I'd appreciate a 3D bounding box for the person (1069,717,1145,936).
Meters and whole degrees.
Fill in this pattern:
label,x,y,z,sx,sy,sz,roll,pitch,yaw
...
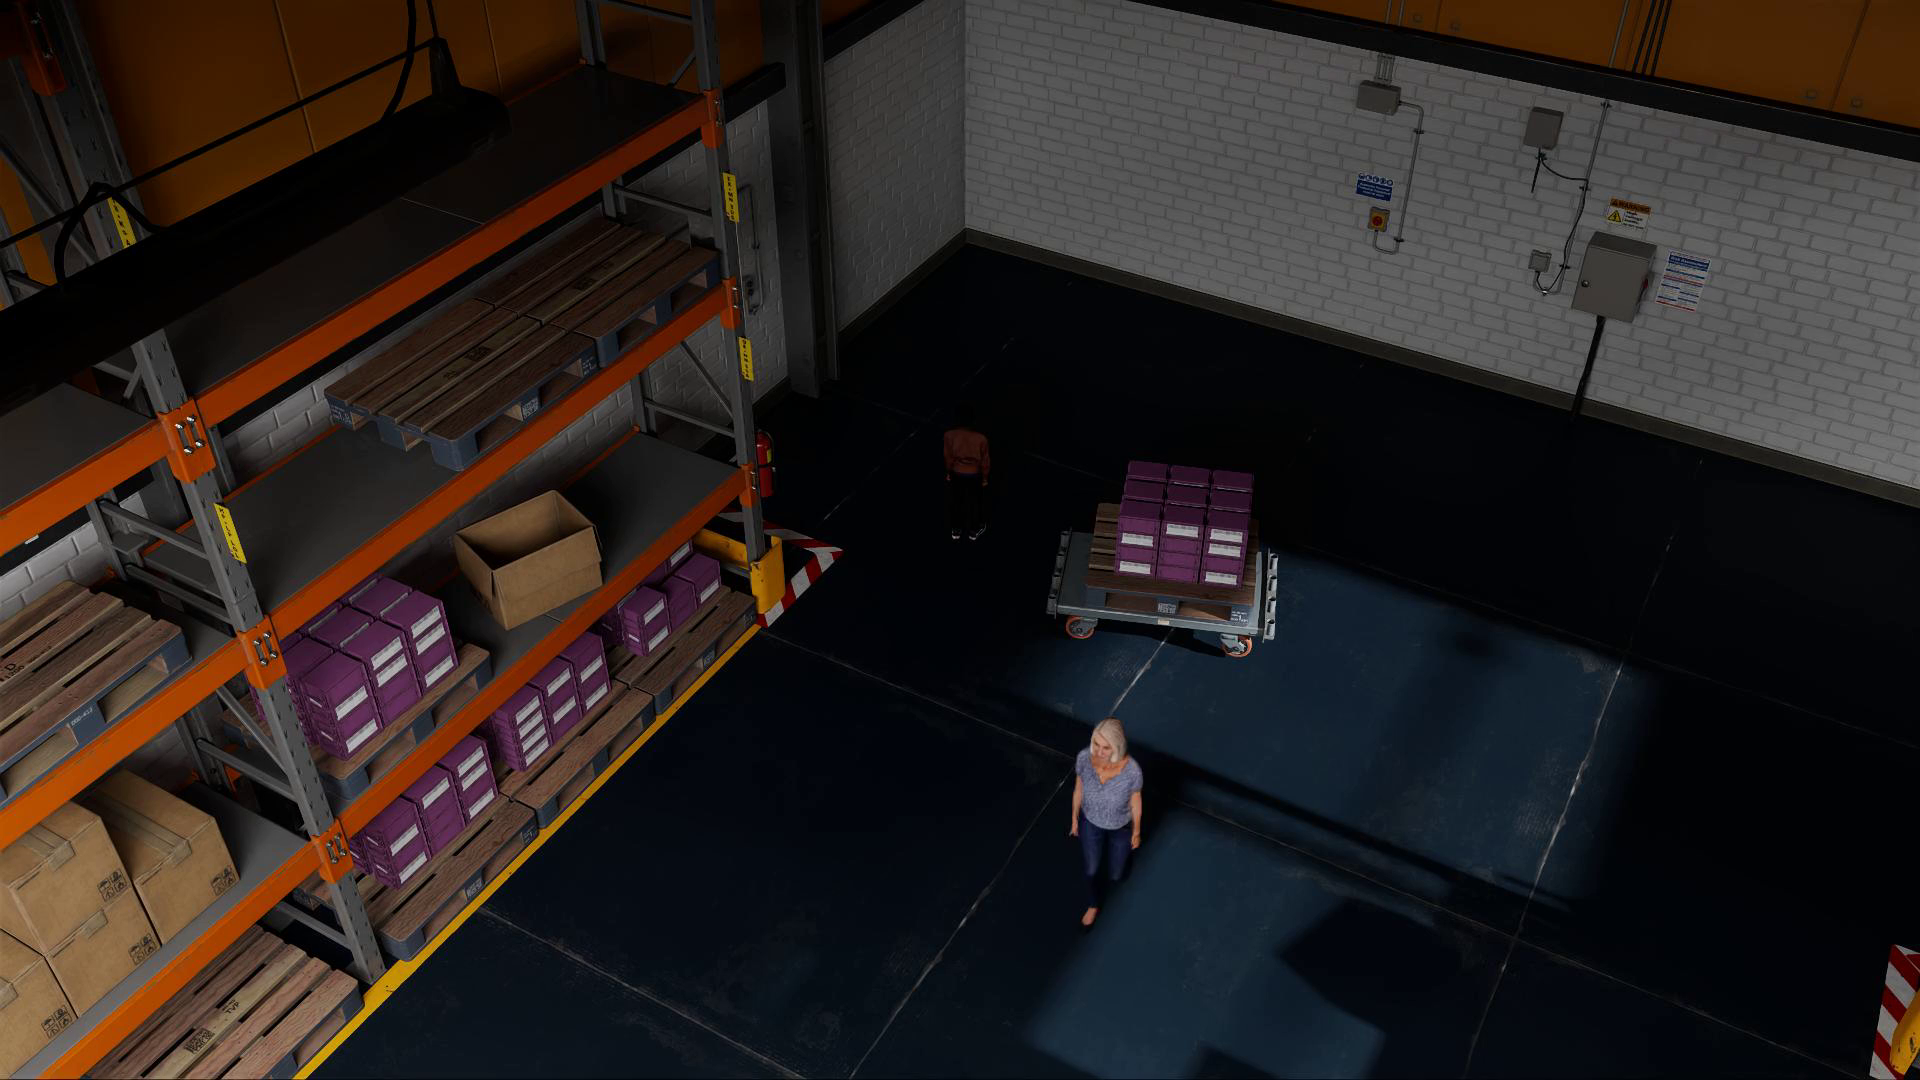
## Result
label,x,y,z,sx,sy,sz,roll,pitch,yaw
person,0.908,1.618,9.867,0.622,1.706,0.823,17,42,20

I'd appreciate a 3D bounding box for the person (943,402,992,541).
label,x,y,z,sx,sy,sz,roll,pitch,yaw
person,0.046,-0.536,12.926,0.580,1.255,0.576,6,39,8
